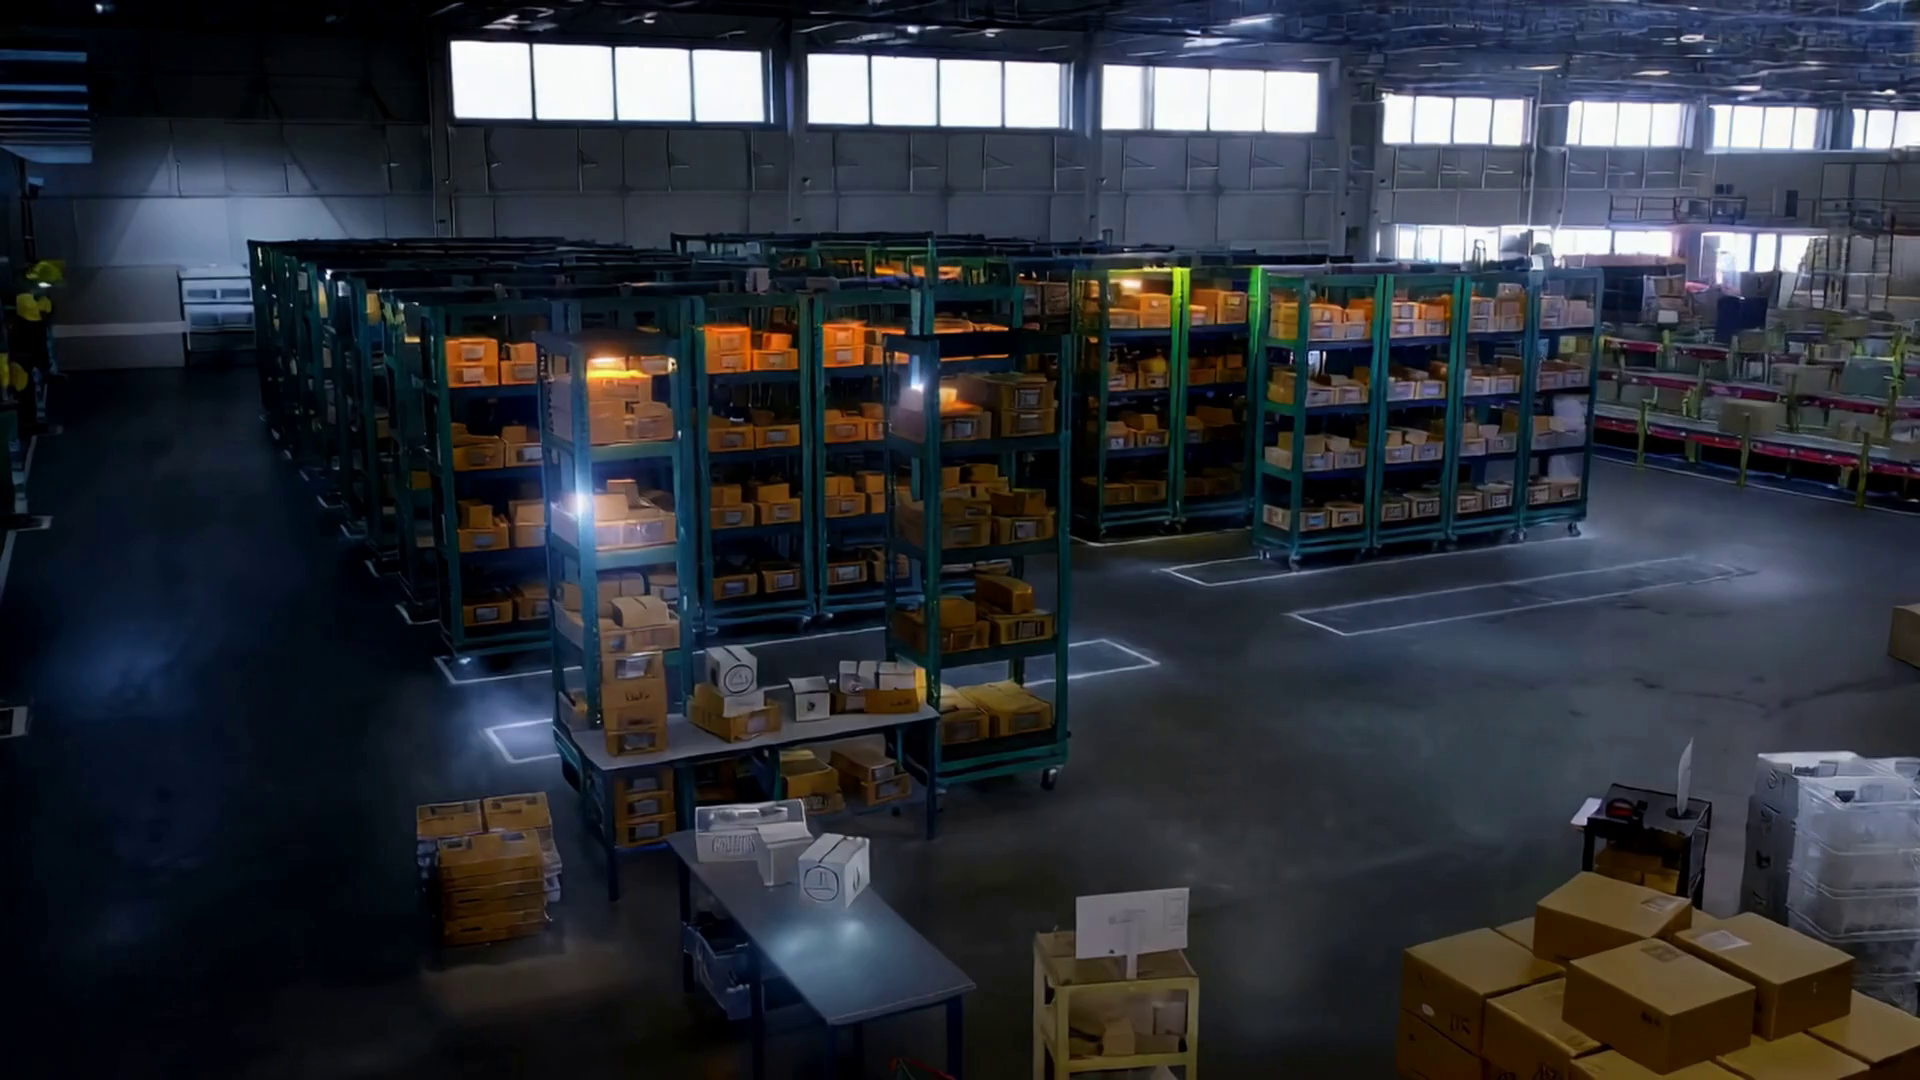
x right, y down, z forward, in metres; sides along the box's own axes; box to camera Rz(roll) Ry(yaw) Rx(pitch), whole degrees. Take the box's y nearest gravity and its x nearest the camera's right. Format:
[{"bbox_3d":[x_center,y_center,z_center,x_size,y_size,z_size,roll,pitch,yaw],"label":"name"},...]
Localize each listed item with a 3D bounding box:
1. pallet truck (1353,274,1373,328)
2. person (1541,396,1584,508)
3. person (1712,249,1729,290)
[{"bbox_3d":[13.011,-8.050,55.243,0.823,1.965,1.885,-7,14,-28],"label":"pallet truck"},{"bbox_3d":[8.891,-1.412,24.528,0.663,1.864,0.989,-4,13,-16],"label":"person"},{"bbox_3d":[34.301,-12.161,74.834,0.585,1.852,0.926,-6,14,-27],"label":"person"}]
